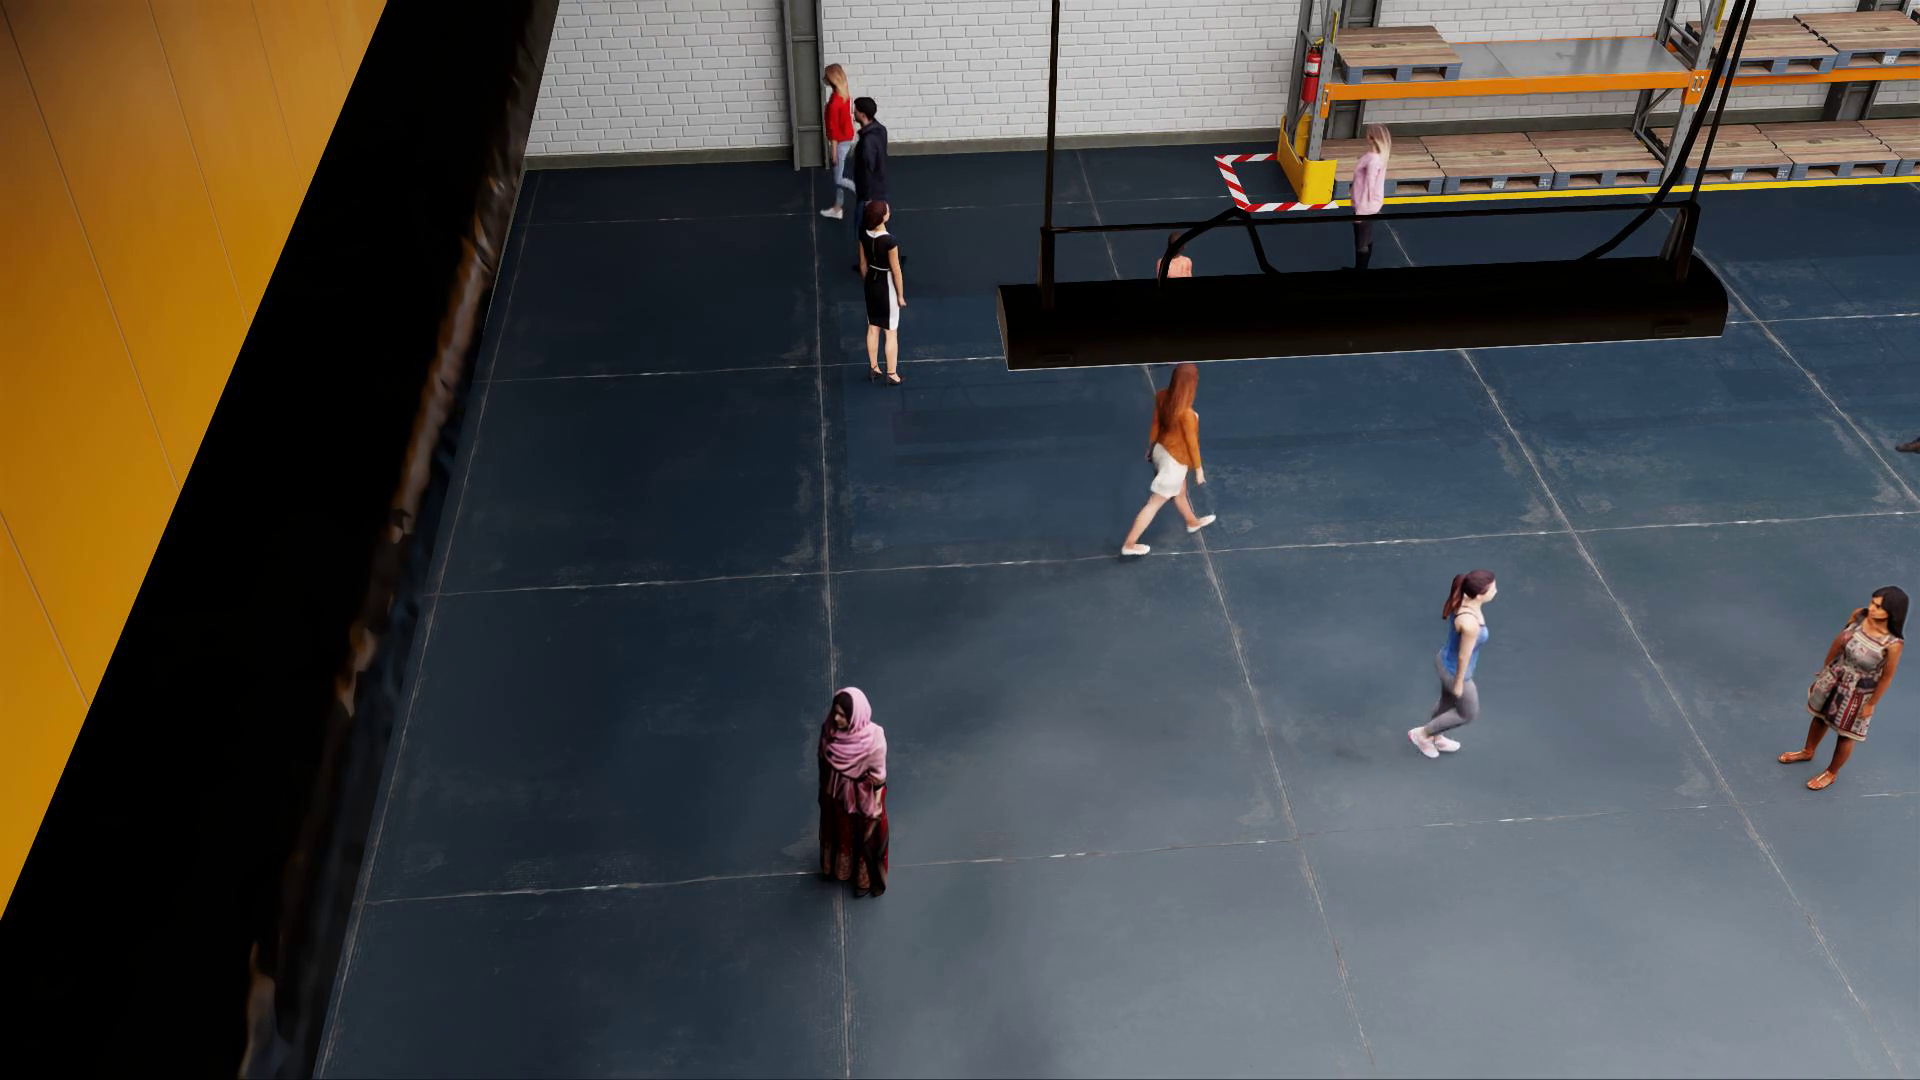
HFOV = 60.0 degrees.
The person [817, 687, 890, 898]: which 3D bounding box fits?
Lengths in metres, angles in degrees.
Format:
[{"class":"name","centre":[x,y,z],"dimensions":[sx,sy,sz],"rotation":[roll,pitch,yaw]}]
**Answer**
[{"class":"person","centre":[-0.655,1.509,10.120],"dimensions":[0.740,1.637,0.826],"rotation":[21,43,24]}]

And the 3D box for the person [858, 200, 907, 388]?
[{"class":"person","centre":[-0.685,-2.154,14.580],"dimensions":[0.629,1.795,0.704],"rotation":[25,45,27]}]

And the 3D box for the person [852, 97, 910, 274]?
[{"class":"person","centre":[-0.767,-3.343,16.006],"dimensions":[0.919,1.874,0.809],"rotation":[7,39,8]}]

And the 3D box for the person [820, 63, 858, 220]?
[{"class":"person","centre":[-1.160,-4.032,17.018],"dimensions":[0.966,1.688,0.772],"rotation":[7,39,9]}]

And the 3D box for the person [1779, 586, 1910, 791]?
[{"class":"person","centre":[5.809,0.944,10.821],"dimensions":[0.612,1.645,0.698],"rotation":[-12,40,-15]}]

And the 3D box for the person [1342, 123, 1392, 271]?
[{"class":"person","centre":[3.932,-3.220,16.001],"dimensions":[0.688,1.686,0.681],"rotation":[15,41,18]}]

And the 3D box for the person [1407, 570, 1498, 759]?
[{"class":"person","centre":[3.219,0.842,10.985],"dimensions":[0.689,1.599,0.642],"rotation":[5,39,7]}]

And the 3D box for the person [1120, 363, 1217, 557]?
[{"class":"person","centre":[1.539,-0.566,12.690],"dimensions":[1.208,1.672,0.885],"rotation":[-15,41,-18]}]

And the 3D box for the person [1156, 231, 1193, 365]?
[{"class":"person","centre":[1.911,-2.190,15.014],"dimensions":[0.427,1.310,0.571],"rotation":[1,39,1]}]
